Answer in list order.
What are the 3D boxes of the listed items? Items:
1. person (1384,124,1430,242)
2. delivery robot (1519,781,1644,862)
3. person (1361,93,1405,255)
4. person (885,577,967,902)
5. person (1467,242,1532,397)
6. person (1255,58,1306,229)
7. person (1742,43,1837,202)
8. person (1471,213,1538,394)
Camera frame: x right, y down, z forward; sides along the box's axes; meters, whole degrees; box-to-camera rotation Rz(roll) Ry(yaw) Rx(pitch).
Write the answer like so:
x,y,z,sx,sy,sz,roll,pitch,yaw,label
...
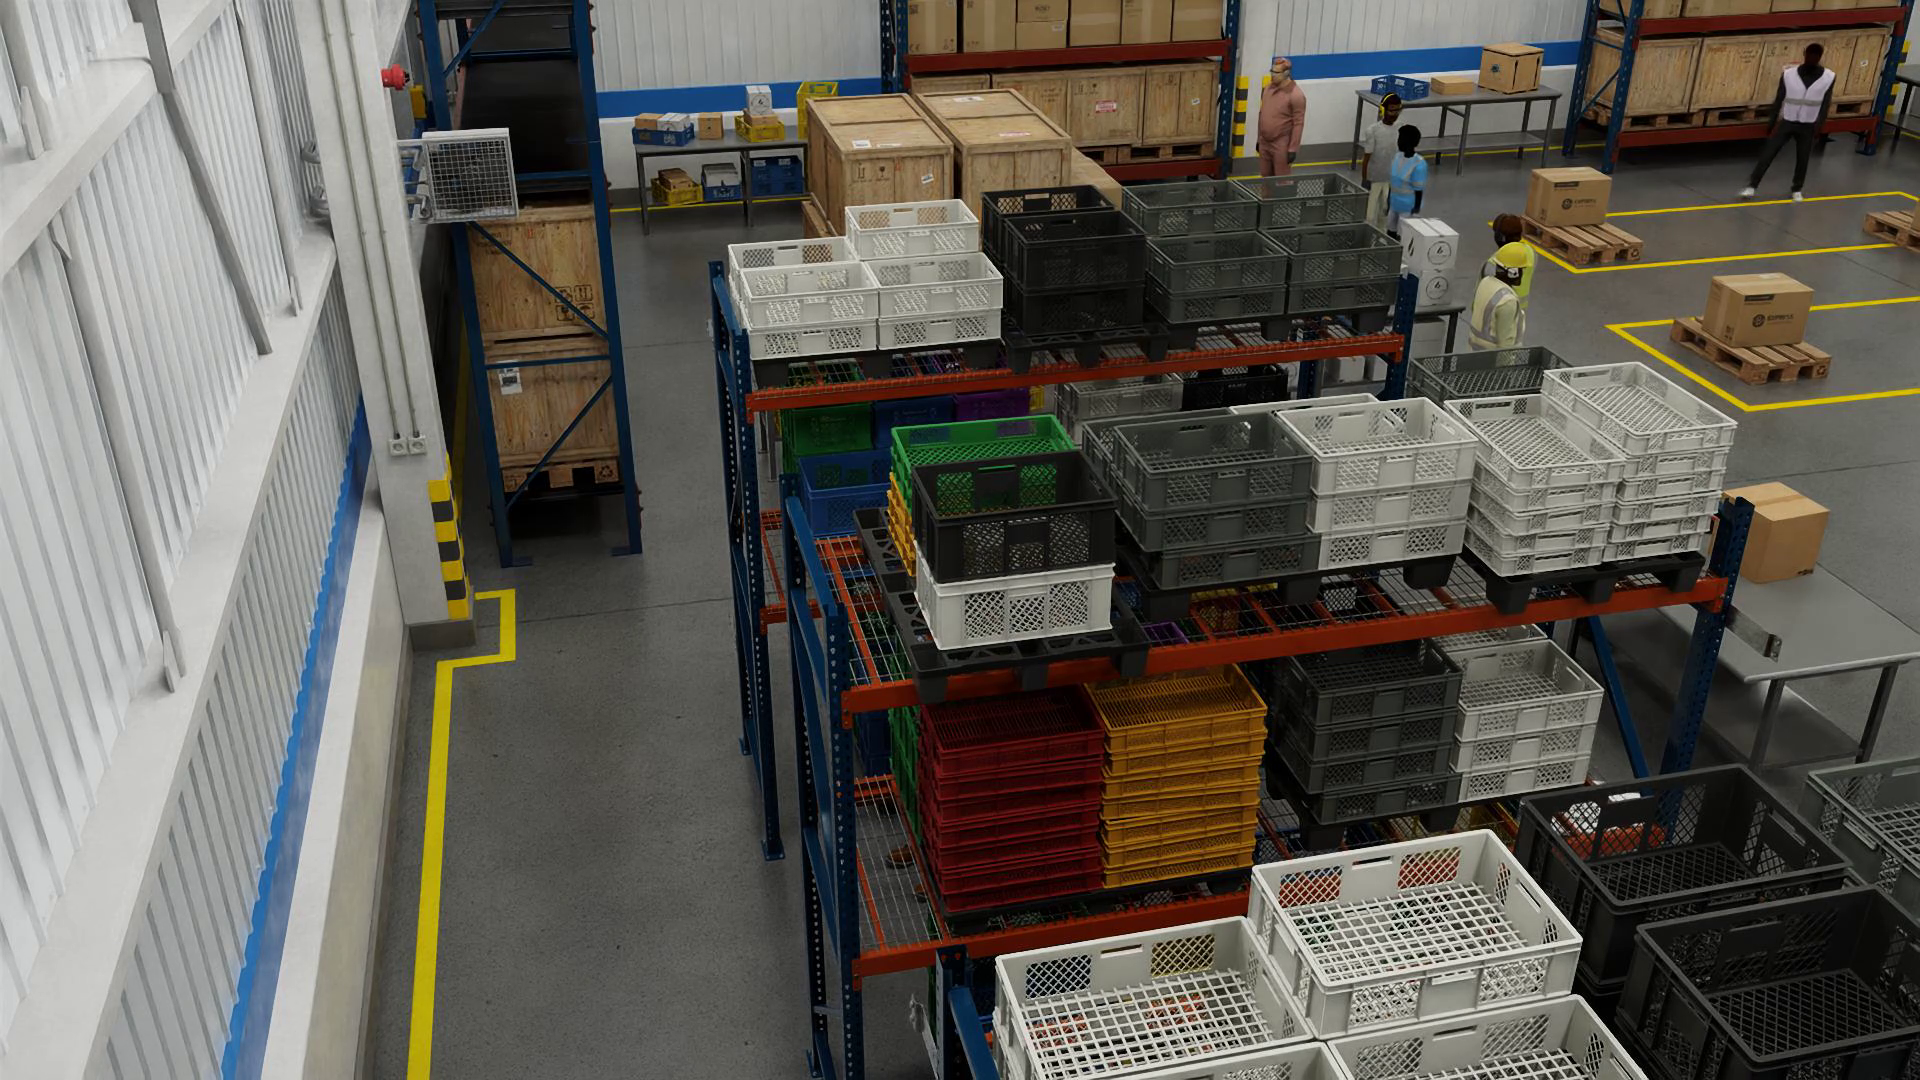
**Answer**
x,y,z,sx,sy,sz,roll,pitch,yaw,label
4.523,-3.384,16.932,0.328,1.679,0.545,-9,29,-17,person
3.332,1.495,8.781,0.707,0.478,0.477,1,28,2,delivery robot
4.431,-3.771,17.492,0.518,1.856,0.329,-13,30,-23,person
-0.148,0.948,8.443,0.373,1.940,0.629,-14,31,-24,person
4.216,-1.464,13.147,0.403,1.824,0.599,-1,28,-1,person
3.558,-4.476,18.770,0.403,1.904,0.651,-16,32,-28,person
9.887,-4.951,19.698,0.693,1.889,0.463,10,30,19,person
4.431,-1.794,13.758,0.623,1.837,0.430,-23,36,-37,person
